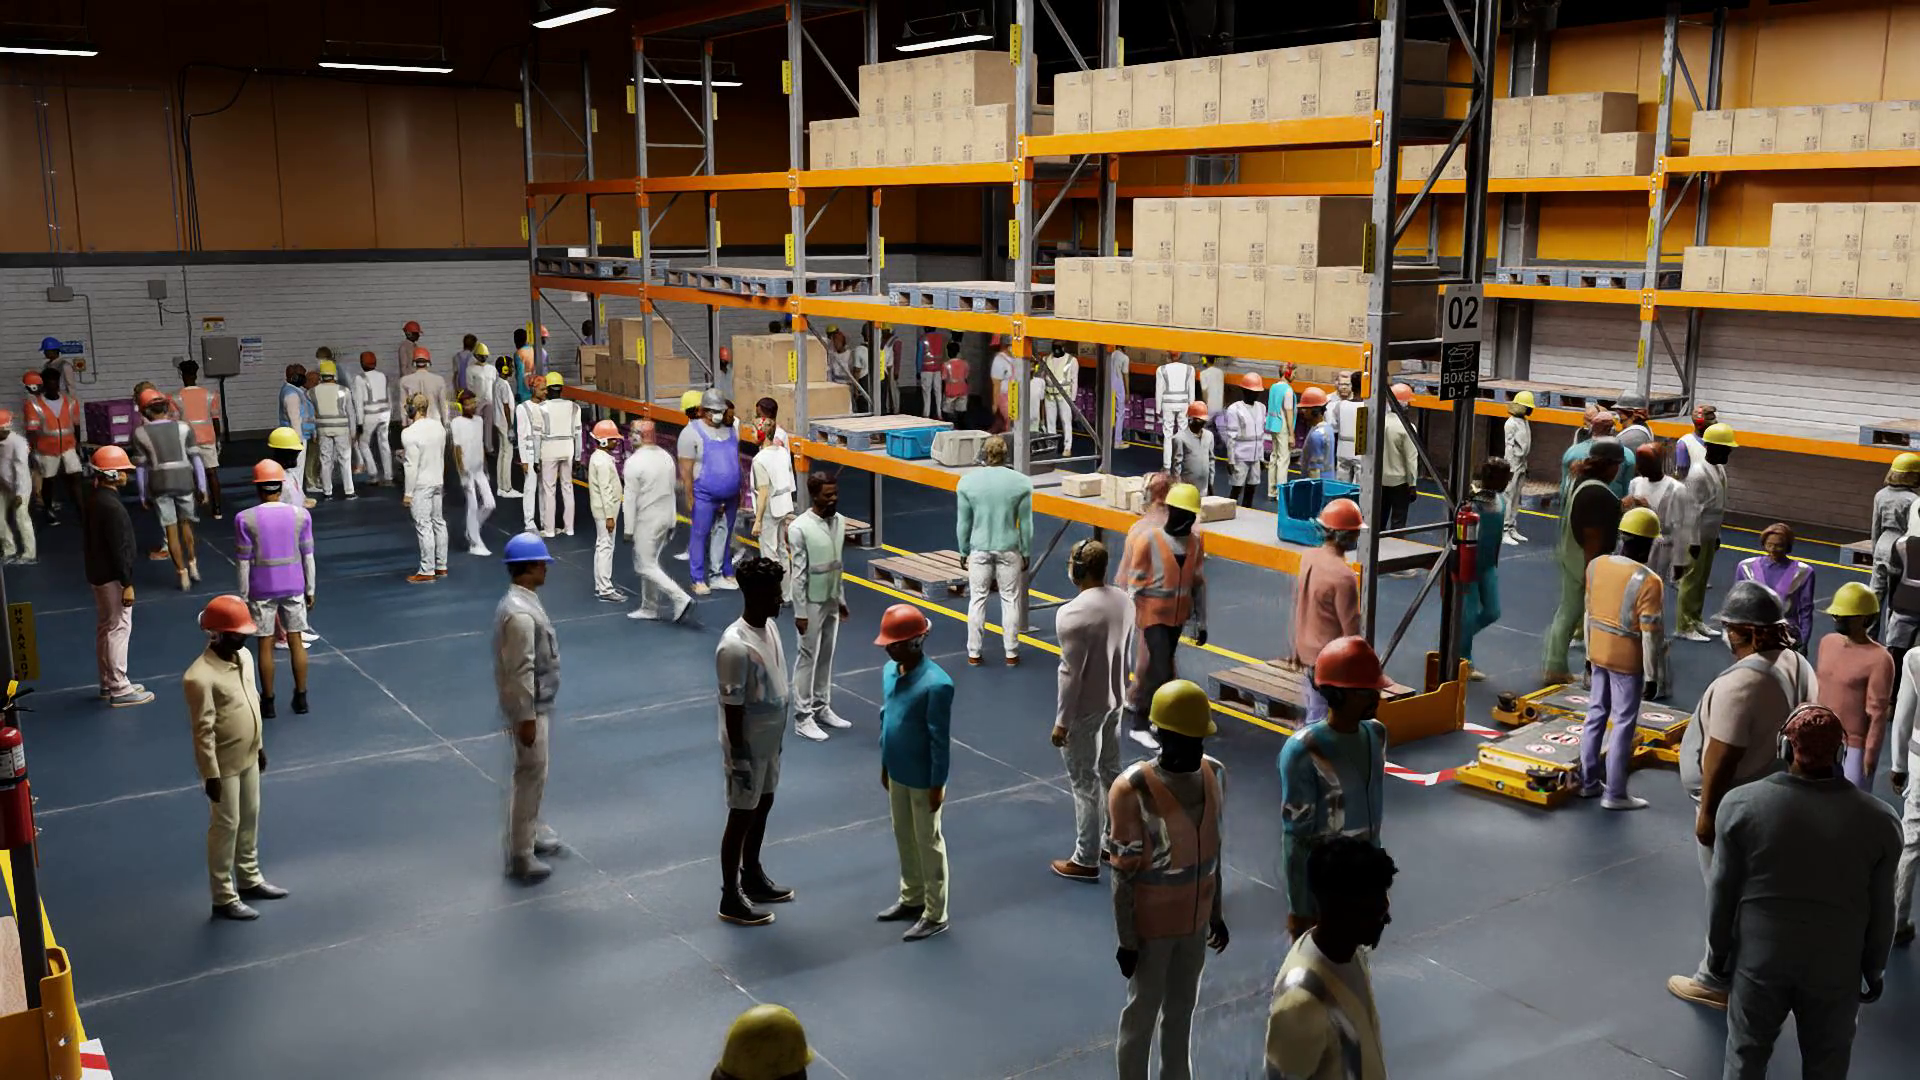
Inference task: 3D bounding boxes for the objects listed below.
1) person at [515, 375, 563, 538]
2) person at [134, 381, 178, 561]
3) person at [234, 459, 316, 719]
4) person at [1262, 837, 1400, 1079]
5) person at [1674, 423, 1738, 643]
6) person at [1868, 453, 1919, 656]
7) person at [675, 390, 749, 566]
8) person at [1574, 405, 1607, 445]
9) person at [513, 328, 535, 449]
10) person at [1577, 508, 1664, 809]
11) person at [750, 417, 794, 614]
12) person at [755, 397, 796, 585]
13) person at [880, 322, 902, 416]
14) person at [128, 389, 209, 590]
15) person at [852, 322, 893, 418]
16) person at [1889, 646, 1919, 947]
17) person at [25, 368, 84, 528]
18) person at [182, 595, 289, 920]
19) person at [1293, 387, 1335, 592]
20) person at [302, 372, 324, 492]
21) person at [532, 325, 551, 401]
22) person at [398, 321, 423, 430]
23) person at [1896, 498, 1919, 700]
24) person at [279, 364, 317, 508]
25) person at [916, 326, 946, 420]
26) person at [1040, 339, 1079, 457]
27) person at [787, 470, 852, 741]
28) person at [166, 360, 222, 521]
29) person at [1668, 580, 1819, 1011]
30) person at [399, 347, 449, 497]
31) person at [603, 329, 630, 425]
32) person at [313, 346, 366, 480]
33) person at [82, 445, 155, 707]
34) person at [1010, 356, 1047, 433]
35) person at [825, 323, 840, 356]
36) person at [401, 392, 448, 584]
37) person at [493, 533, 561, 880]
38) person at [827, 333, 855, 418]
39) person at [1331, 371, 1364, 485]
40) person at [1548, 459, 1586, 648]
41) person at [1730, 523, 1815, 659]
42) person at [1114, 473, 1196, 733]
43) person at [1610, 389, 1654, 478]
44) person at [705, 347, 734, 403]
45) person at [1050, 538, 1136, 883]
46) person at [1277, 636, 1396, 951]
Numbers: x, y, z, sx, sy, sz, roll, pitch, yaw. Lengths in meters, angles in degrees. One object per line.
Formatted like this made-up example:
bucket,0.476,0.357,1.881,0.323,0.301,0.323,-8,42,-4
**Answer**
person,-4.869,-0.964,19.212,0.359,1.880,0.575,6,13,29
person,-8.665,-0.747,17.944,0.375,1.936,0.628,-4,12,-20
person,-5.061,0.360,12.323,0.550,1.923,0.391,-8,14,-35
person,1.037,1.785,5.055,1.018,1.922,0.624,4,12,20
person,6.512,-0.066,14.510,0.397,1.920,0.586,10,15,41
person,7.846,0.135,13.926,0.294,1.744,0.487,-3,11,-14
person,-2.647,-0.655,17.651,0.924,1.880,0.614,4,12,20
person,6.917,-0.661,18.266,0.306,1.640,0.522,-4,12,-20
person,-6.895,-2.405,26.482,0.371,1.914,0.597,2,11,12
person,4.144,0.742,10.396,0.399,1.913,0.592,-5,12,-22
person,-1.753,-0.225,15.506,0.373,1.843,0.569,4,12,18
person,-1.848,-0.476,16.662,0.398,1.908,0.599,-3,11,-13
person,-1.299,-3.117,30.375,0.403,1.825,0.596,-8,14,-36
person,-7.893,-0.505,16.587,0.666,1.987,0.763,-9,14,-38
person,-1.432,-2.452,26.403,0.684,2.000,0.536,-7,13,-33
person,4.933,1.174,8.299,0.371,1.873,0.592,-6,13,-30
person,-10.690,-1.079,19.714,0.645,1.904,1.005,-11,15,-44
person,-3.833,1.140,8.794,0.355,1.739,0.573,1,11,4
person,3.482,-0.489,16.393,0.404,2.035,0.602,4,12,20
person,-8.687,-1.453,22.359,0.283,1.626,0.510,-1,11,-5
person,-6.761,-2.501,26.913,0.357,1.936,0.551,-8,14,-36
person,-8.945,-2.579,27.201,0.412,1.985,0.611,1,11,5
person,7.340,0.333,12.531,0.402,1.896,0.653,-3,12,-17
person,-8.415,-1.320,21.156,0.431,1.836,0.619,-5,12,-23
person,-0.536,-3.073,30.129,0.631,1.837,0.432,-8,13,-35
person,1.507,-2.205,25.677,0.627,1.835,0.428,5,12,25
person,-1.011,0.447,11.878,0.396,1.919,0.590,6,13,28
person,-9.293,-1.207,20.219,0.607,1.966,0.374,-9,14,-38
person,3.662,1.175,7.836,0.681,2.000,0.535,-8,13,-34
person,-7.029,-1.533,21.852,0.618,1.986,0.408,-3,12,-17
person,-6.066,-2.887,29.164,0.562,1.835,0.396,3,11,14
person,-8.817,-1.803,23.522,0.668,1.888,1.058,6,13,30
person,-6.396,0.272,12.620,0.409,1.987,0.607,-11,15,-44
person,0.910,-1.529,22.132,0.514,1.865,0.327,-4,12,-17
person,-2.287,-3.041,30.128,0.330,1.765,0.533,4,12,19
person,-5.422,-0.520,16.804,0.372,1.930,0.631,3,11,14
person,-2.448,0.932,9.442,0.376,1.918,0.730,-3,11,-13
person,-1.875,-2.366,26.452,0.591,1.843,0.855,6,13,28
person,4.490,-0.939,18.856,0.617,1.960,0.361,11,15,43
person,5.293,0.116,14.304,0.285,1.633,0.497,2,11,9
person,5.546,0.685,11.401,0.522,1.631,0.321,8,14,35
person,1.305,0.442,12.034,0.895,1.874,0.647,10,15,41
person,6.436,-0.459,16.201,0.539,2.000,0.688,6,13,29
person,-3.552,-2.025,24.958,0.346,1.746,0.572,11,15,43
person,0.734,0.944,9.284,0.354,1.937,0.635,9,14,39
person,1.537,1.386,6.743,0.607,2.048,0.368,-10,15,-41
